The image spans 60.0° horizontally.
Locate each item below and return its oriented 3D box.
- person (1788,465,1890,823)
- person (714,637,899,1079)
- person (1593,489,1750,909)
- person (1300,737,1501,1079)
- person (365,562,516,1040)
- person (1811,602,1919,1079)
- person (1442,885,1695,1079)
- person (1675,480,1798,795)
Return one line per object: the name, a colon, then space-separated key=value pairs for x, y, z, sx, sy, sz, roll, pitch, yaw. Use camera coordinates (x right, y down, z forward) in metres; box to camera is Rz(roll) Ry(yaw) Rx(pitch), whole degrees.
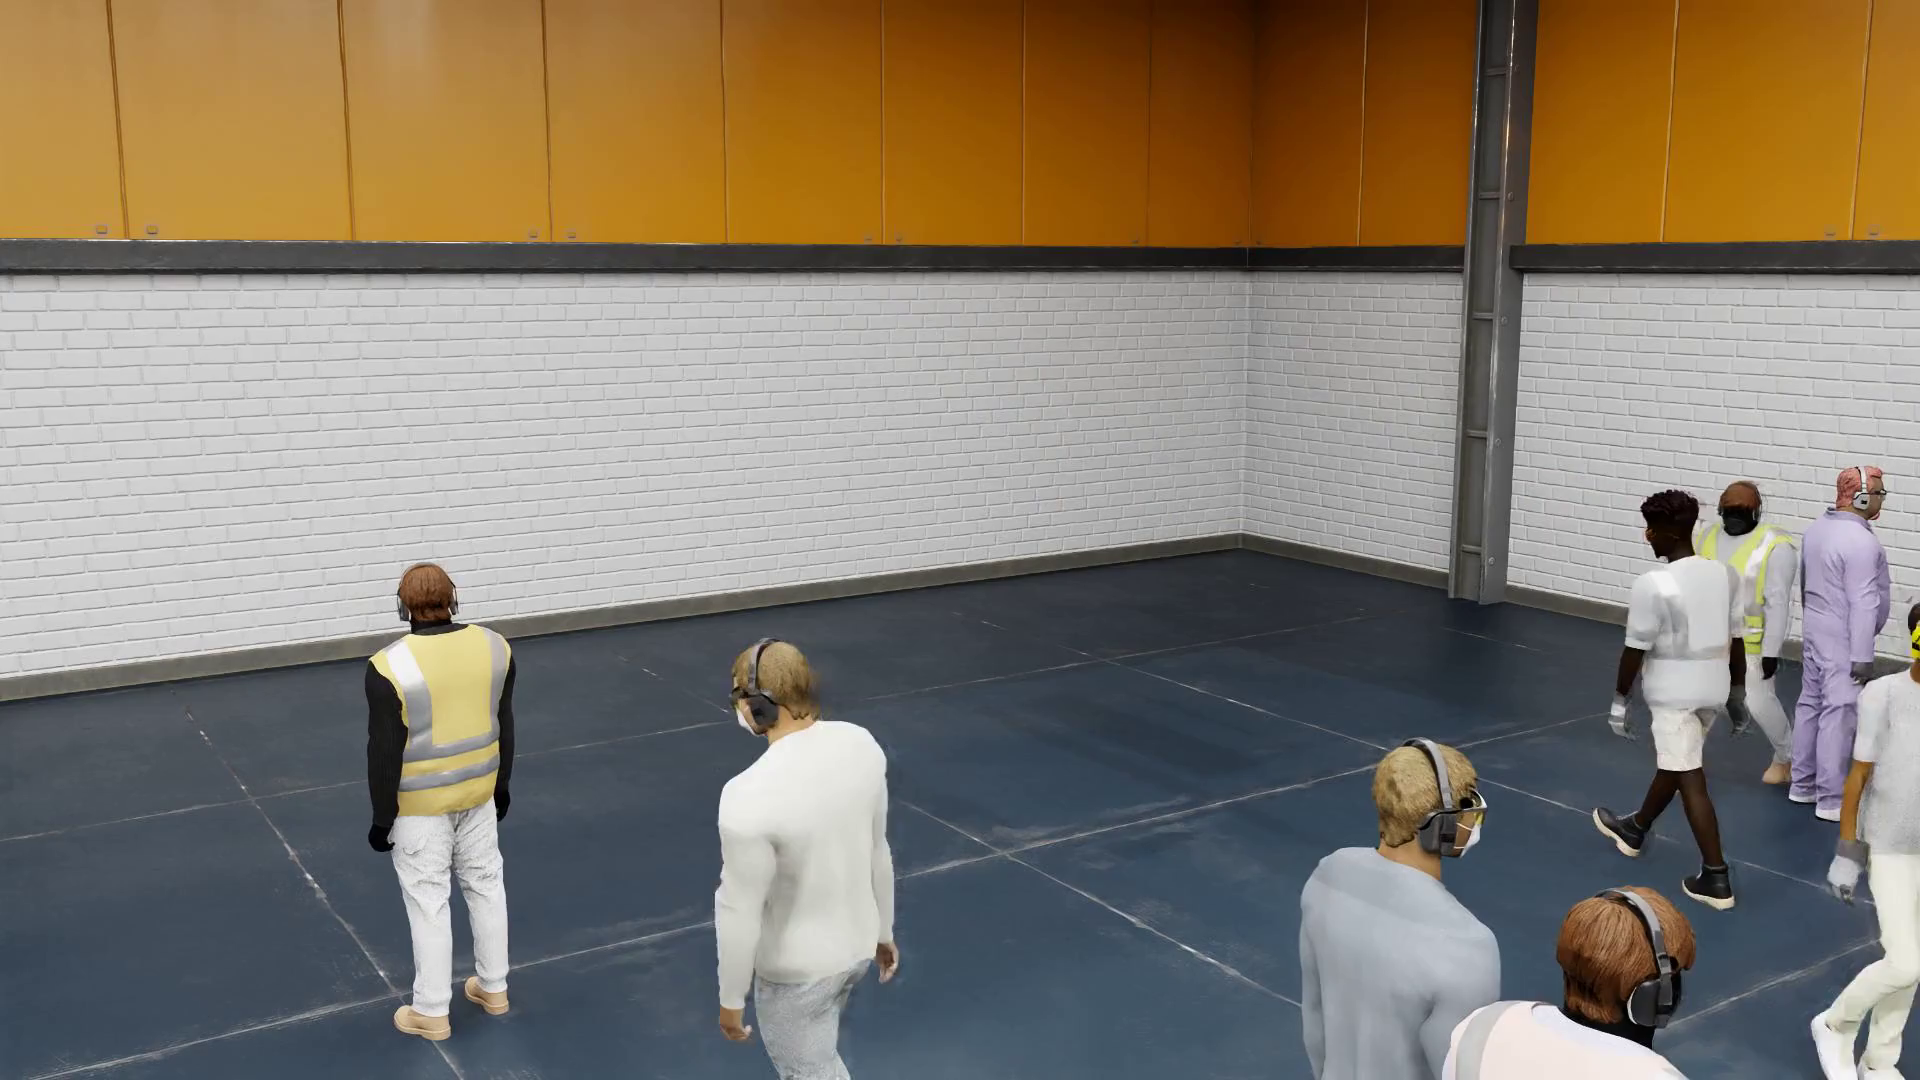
person: x=4.739 y=0.549 z=8.906 sx=0.399 sy=1.908 sz=0.643 roll=1 pitch=9 yaw=4
person: x=-0.460 y=1.220 z=4.831 sx=0.490 sy=1.912 sz=0.653 roll=6 pitch=11 yaw=33
person: x=3.355 y=0.712 z=7.905 sx=0.631 sy=1.906 sz=1.010 roll=-4 pitch=10 yaw=-22
person: x=0.999 y=1.387 z=3.759 sx=0.372 sy=1.940 sz=0.630 roll=-4 pitch=10 yaw=-22
person: x=-2.010 y=0.994 z=6.428 sx=0.429 sy=1.839 sz=0.634 roll=8 pitch=12 yaw=39
person: x=3.314 y=1.095 z=5.782 sx=0.544 sy=1.848 sz=0.383 roll=-3 pitch=10 yaw=-19
person: x=1.190 y=1.539 z=3.134 sx=0.430 sy=1.843 sz=0.625 roll=-5 pitch=11 yaw=-29
person: x=4.388 y=0.545 z=9.339 sx=0.930 sy=1.799 sz=0.640 roll=-5 pitch=11 yaw=-29
